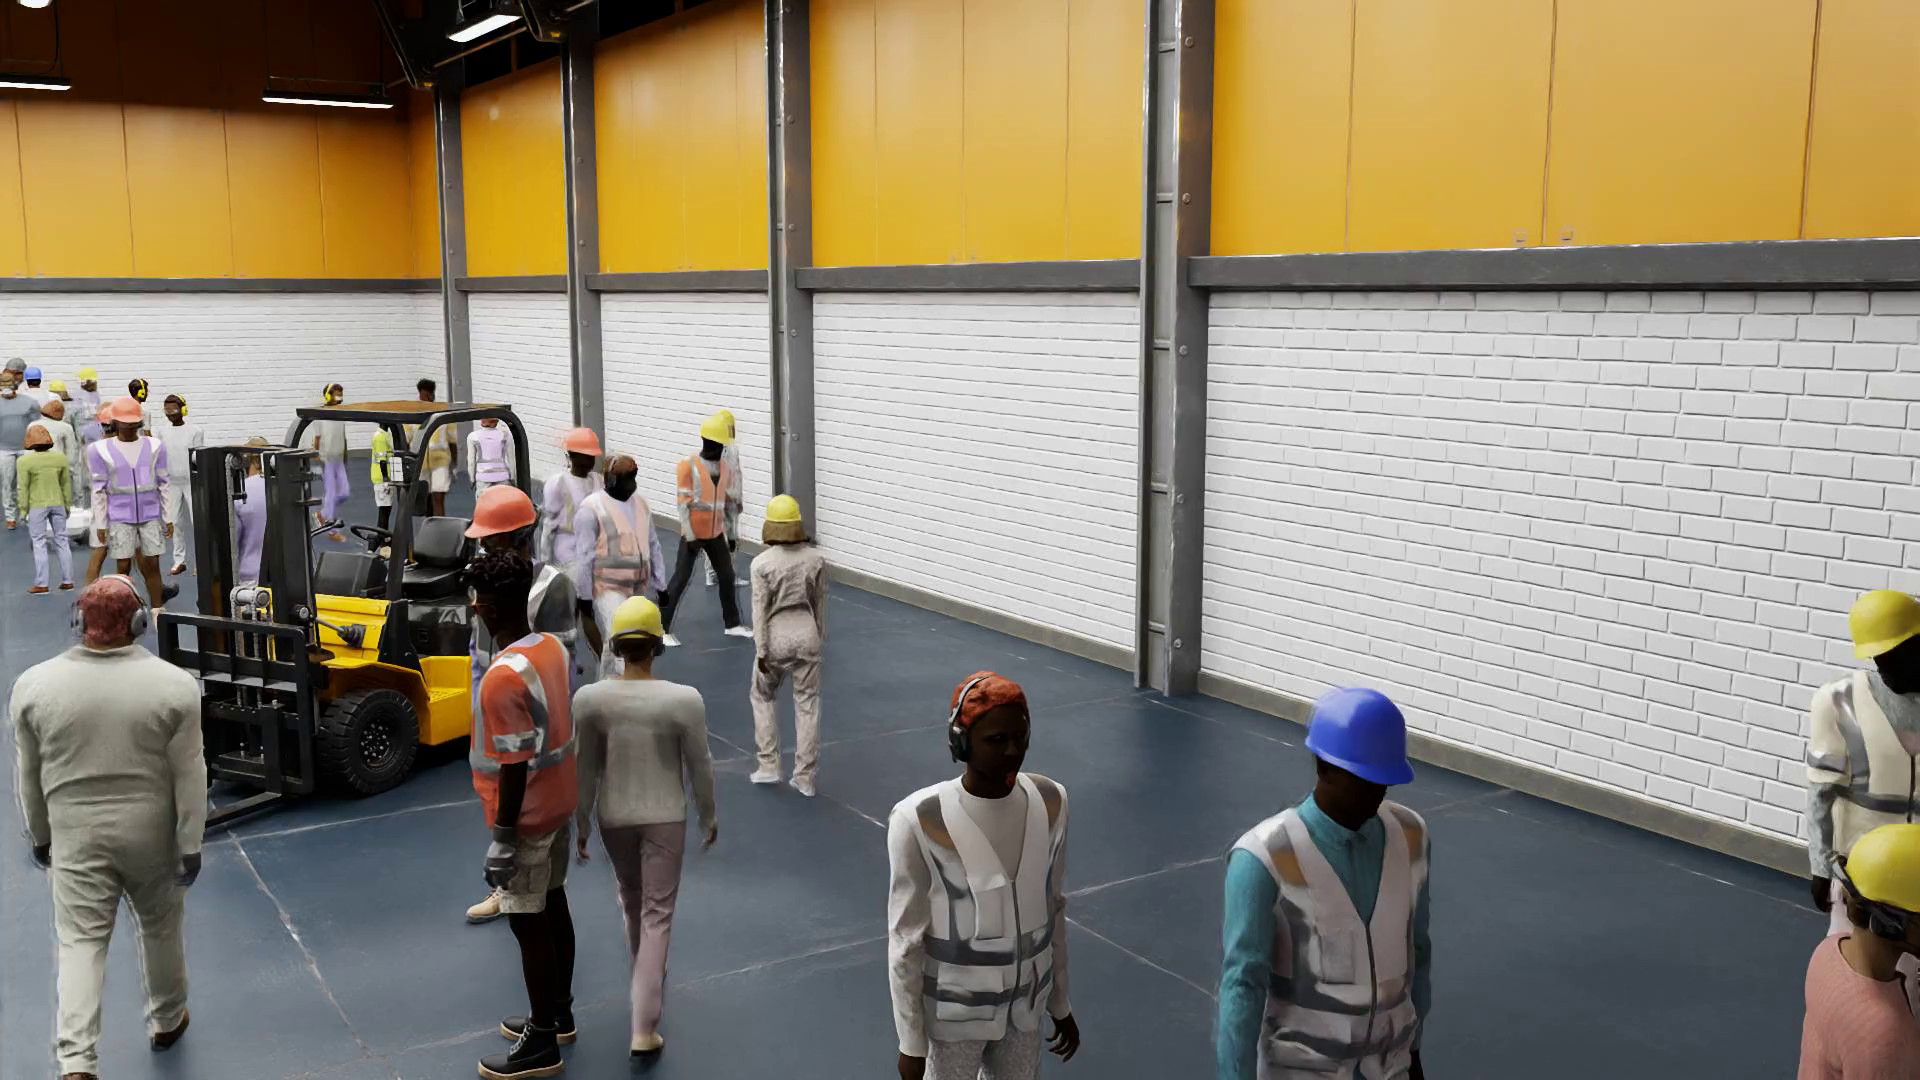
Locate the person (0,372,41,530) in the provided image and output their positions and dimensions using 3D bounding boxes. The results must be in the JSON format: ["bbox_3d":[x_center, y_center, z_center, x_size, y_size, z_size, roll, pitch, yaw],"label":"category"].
[{"bbox_3d":[-11.521,-1.080,20.272,0.639,1.928,0.369,-5,10,-29],"label":"person"}]

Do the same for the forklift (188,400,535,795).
[{"bbox_3d":[-3.529,0.258,10.348,1.214,2.155,2.313,4,9,25],"label":"forklift"}]

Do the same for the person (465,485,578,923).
[{"bbox_3d":[-1.997,0.762,7.486,0.605,2.036,0.393,5,10,33],"label":"person"}]

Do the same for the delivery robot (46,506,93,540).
[{"bbox_3d":[-10.033,-0.207,18.667,0.707,0.478,0.477,-8,11,-42],"label":"delivery robot"}]

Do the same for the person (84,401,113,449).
[{"bbox_3d":[-10.165,-0.852,19.840,0.497,1.602,0.751,-3,9,-20],"label":"person"}]

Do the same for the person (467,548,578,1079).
[{"bbox_3d":[-1.609,0.999,6.134,0.372,1.962,0.603,1,8,3],"label":"person"}]

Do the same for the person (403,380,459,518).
[{"bbox_3d":[-5.990,-0.851,18.764,0.613,1.914,0.939,-1,9,-7],"label":"person"}]

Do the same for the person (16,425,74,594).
[{"bbox_3d":[-8.785,-0.294,15.978,0.272,1.627,0.502,5,10,31],"label":"person"}]

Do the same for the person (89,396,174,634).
[{"bbox_3d":[-6.915,-0.190,13.930,0.611,2.032,0.411,-6,11,-37],"label":"person"}]

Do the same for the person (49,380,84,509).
[{"bbox_3d":[-11.926,-1.254,22.083,0.322,1.736,0.485,5,10,30],"label":"person"}]

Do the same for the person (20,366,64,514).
[{"bbox_3d":[-11.966,-1.283,21.618,0.614,1.940,0.423,-5,10,-29],"label":"person"}]

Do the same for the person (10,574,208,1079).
[{"bbox_3d":[-3.059,1.058,6.023,0.636,1.877,0.919,-3,9,-19],"label":"person"}]

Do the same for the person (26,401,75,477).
[{"bbox_3d":[-11.067,-0.904,20.247,0.548,1.569,0.834,-2,9,-16],"label":"person"}]

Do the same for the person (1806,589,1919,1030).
[{"bbox_3d":[3.225,1.104,5.708,0.596,1.887,0.568,2,9,15],"label":"person"}]

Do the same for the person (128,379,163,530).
[{"bbox_3d":[-9.897,-1.014,20.078,0.526,1.857,0.343,4,9,23],"label":"person"}]

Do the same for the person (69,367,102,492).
[{"bbox_3d":[-12.577,-1.585,24.033,0.416,1.818,0.605,1,9,9],"label":"person"}]

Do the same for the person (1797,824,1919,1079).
[{"bbox_3d":[1.991,1.468,3.676,0.341,1.754,0.533,3,9,16],"label":"person"}]

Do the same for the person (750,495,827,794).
[{"bbox_3d":[-1.003,0.599,9.651,0.494,1.725,0.583,-4,9,-27],"label":"person"}]

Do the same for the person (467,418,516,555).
[{"bbox_3d":[-5.151,-0.649,18.323,0.514,1.641,0.309,-2,9,-16],"label":"person"}]

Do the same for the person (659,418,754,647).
[{"bbox_3d":[-2.104,-0.074,13.710,0.553,1.872,0.773,7,11,38],"label":"person"}]

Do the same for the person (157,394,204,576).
[{"bbox_3d":[-7.934,-0.558,16.981,0.505,1.864,0.331,1,8,5],"label":"person"}]

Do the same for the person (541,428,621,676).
[{"bbox_3d":[-2.736,0.119,12.323,1.021,1.882,0.564,6,10,34],"label":"person"}]

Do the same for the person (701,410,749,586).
[{"bbox_3d":[-2.321,-0.409,16.360,0.494,1.743,0.306,6,10,34],"label":"person"}]

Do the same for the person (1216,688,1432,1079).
[{"bbox_3d":[0.939,1.314,4.111,0.660,1.927,0.535,-3,9,-20],"label":"person"}]

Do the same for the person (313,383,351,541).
[{"bbox_3d":[-7.359,-0.906,19.368,0.526,1.851,0.531,4,10,27],"label":"person"}]

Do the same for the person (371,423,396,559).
[{"bbox_3d":[-6.237,-0.644,18.094,0.319,1.698,0.532,-2,9,-15],"label":"person"}]

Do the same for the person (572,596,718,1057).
[{"bbox_3d":[-1.233,1.068,6.480,0.532,1.717,0.912,1,9,8],"label":"person"}]

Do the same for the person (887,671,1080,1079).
[{"bbox_3d":[0.071,1.283,4.485,0.574,1.883,0.355,-6,10,-34],"label":"person"}]

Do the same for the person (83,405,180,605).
[{"bbox_3d":[-7.551,-0.277,14.985,0.549,1.883,0.985,2,9,15],"label":"person"}]

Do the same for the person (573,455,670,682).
[{"bbox_3d":[-2.198,0.333,11.164,0.851,1.796,0.637,5,10,32],"label":"person"}]
